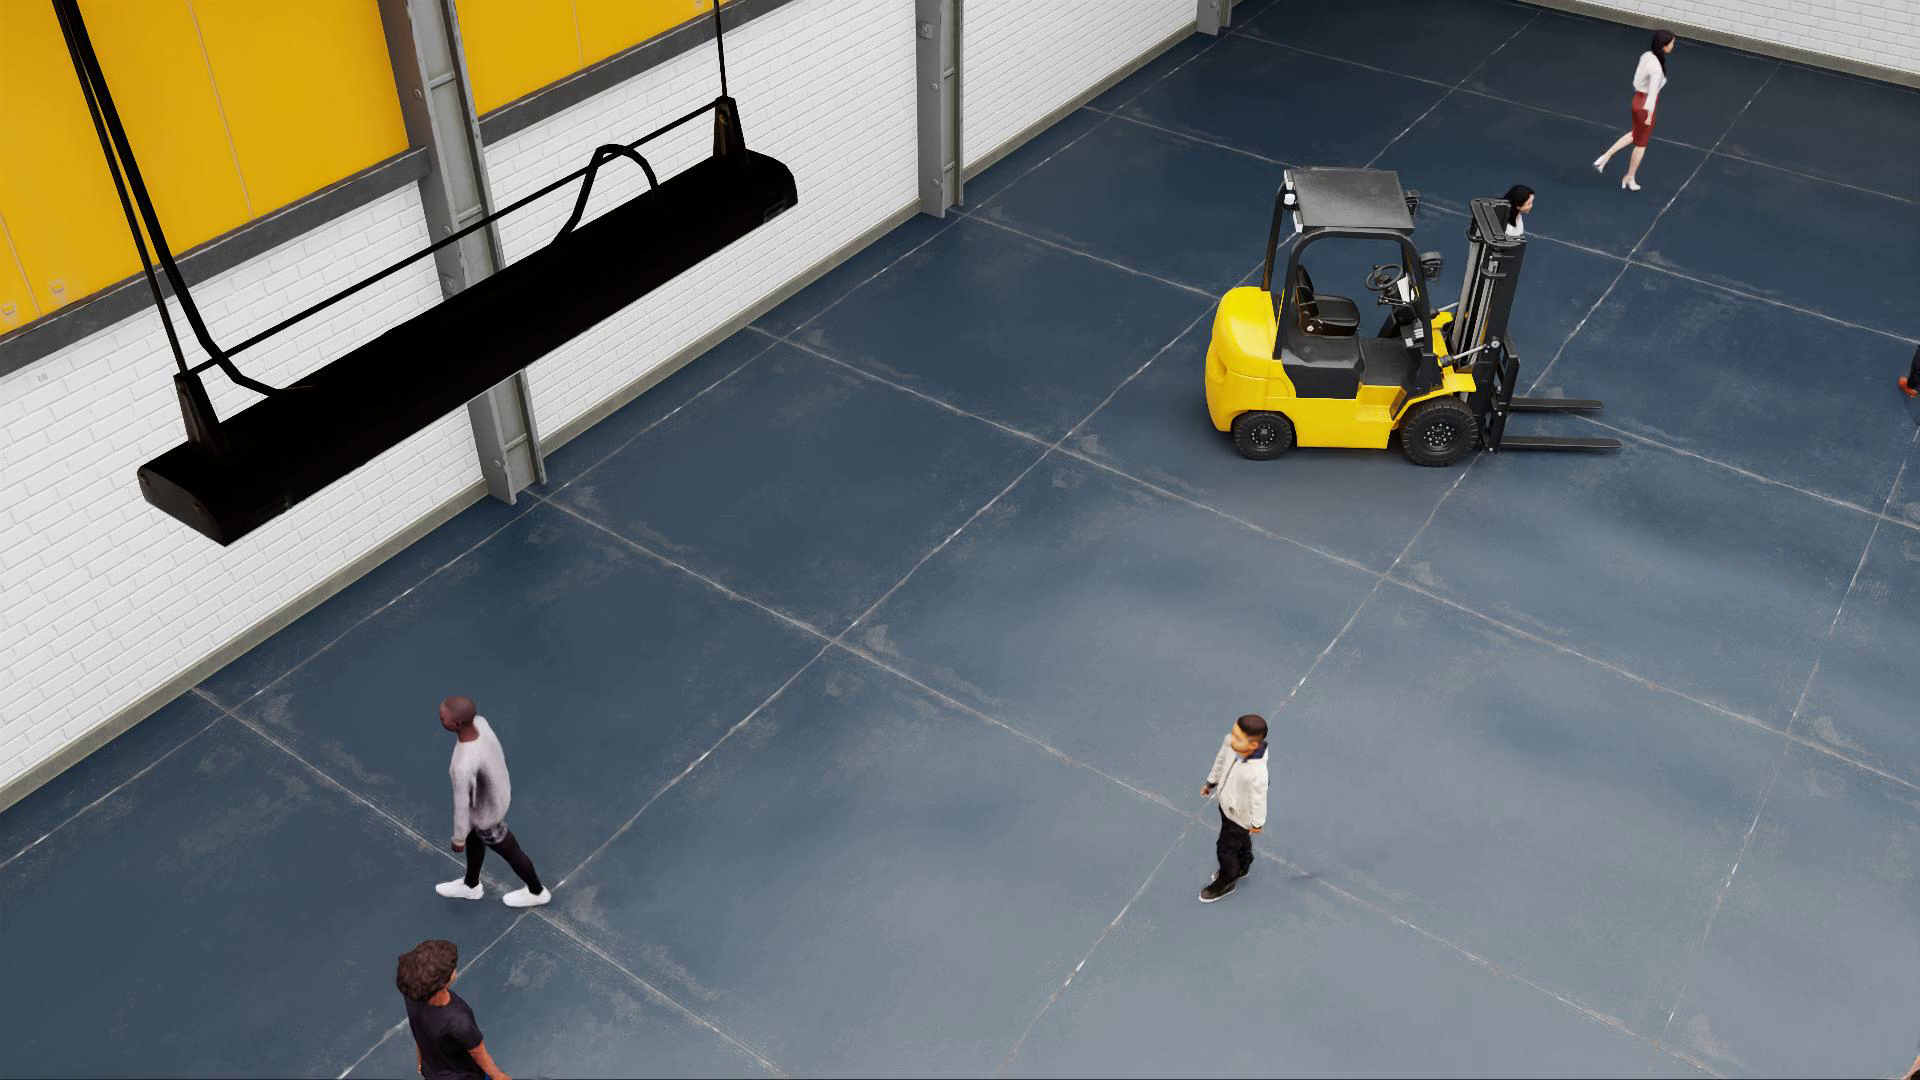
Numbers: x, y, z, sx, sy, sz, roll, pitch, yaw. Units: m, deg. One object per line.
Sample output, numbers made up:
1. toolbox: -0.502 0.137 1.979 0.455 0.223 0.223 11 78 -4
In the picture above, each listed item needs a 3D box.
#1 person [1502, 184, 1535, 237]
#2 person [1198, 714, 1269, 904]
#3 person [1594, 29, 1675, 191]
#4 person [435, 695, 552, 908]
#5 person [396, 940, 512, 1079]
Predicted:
1. person: 4.690 -2.435 14.816 0.731 1.677 0.594 16 41 19
2. person: 1.738 1.569 9.992 0.781 1.441 0.724 -8 39 -10
3. person: 7.030 -4.458 17.300 0.885 1.739 0.849 1 39 1
4. person: -2.672 1.567 9.745 1.022 1.752 0.986 -3 39 -4
5. person: -2.581 2.717 8.306 0.663 1.751 1.171 26 45 29
